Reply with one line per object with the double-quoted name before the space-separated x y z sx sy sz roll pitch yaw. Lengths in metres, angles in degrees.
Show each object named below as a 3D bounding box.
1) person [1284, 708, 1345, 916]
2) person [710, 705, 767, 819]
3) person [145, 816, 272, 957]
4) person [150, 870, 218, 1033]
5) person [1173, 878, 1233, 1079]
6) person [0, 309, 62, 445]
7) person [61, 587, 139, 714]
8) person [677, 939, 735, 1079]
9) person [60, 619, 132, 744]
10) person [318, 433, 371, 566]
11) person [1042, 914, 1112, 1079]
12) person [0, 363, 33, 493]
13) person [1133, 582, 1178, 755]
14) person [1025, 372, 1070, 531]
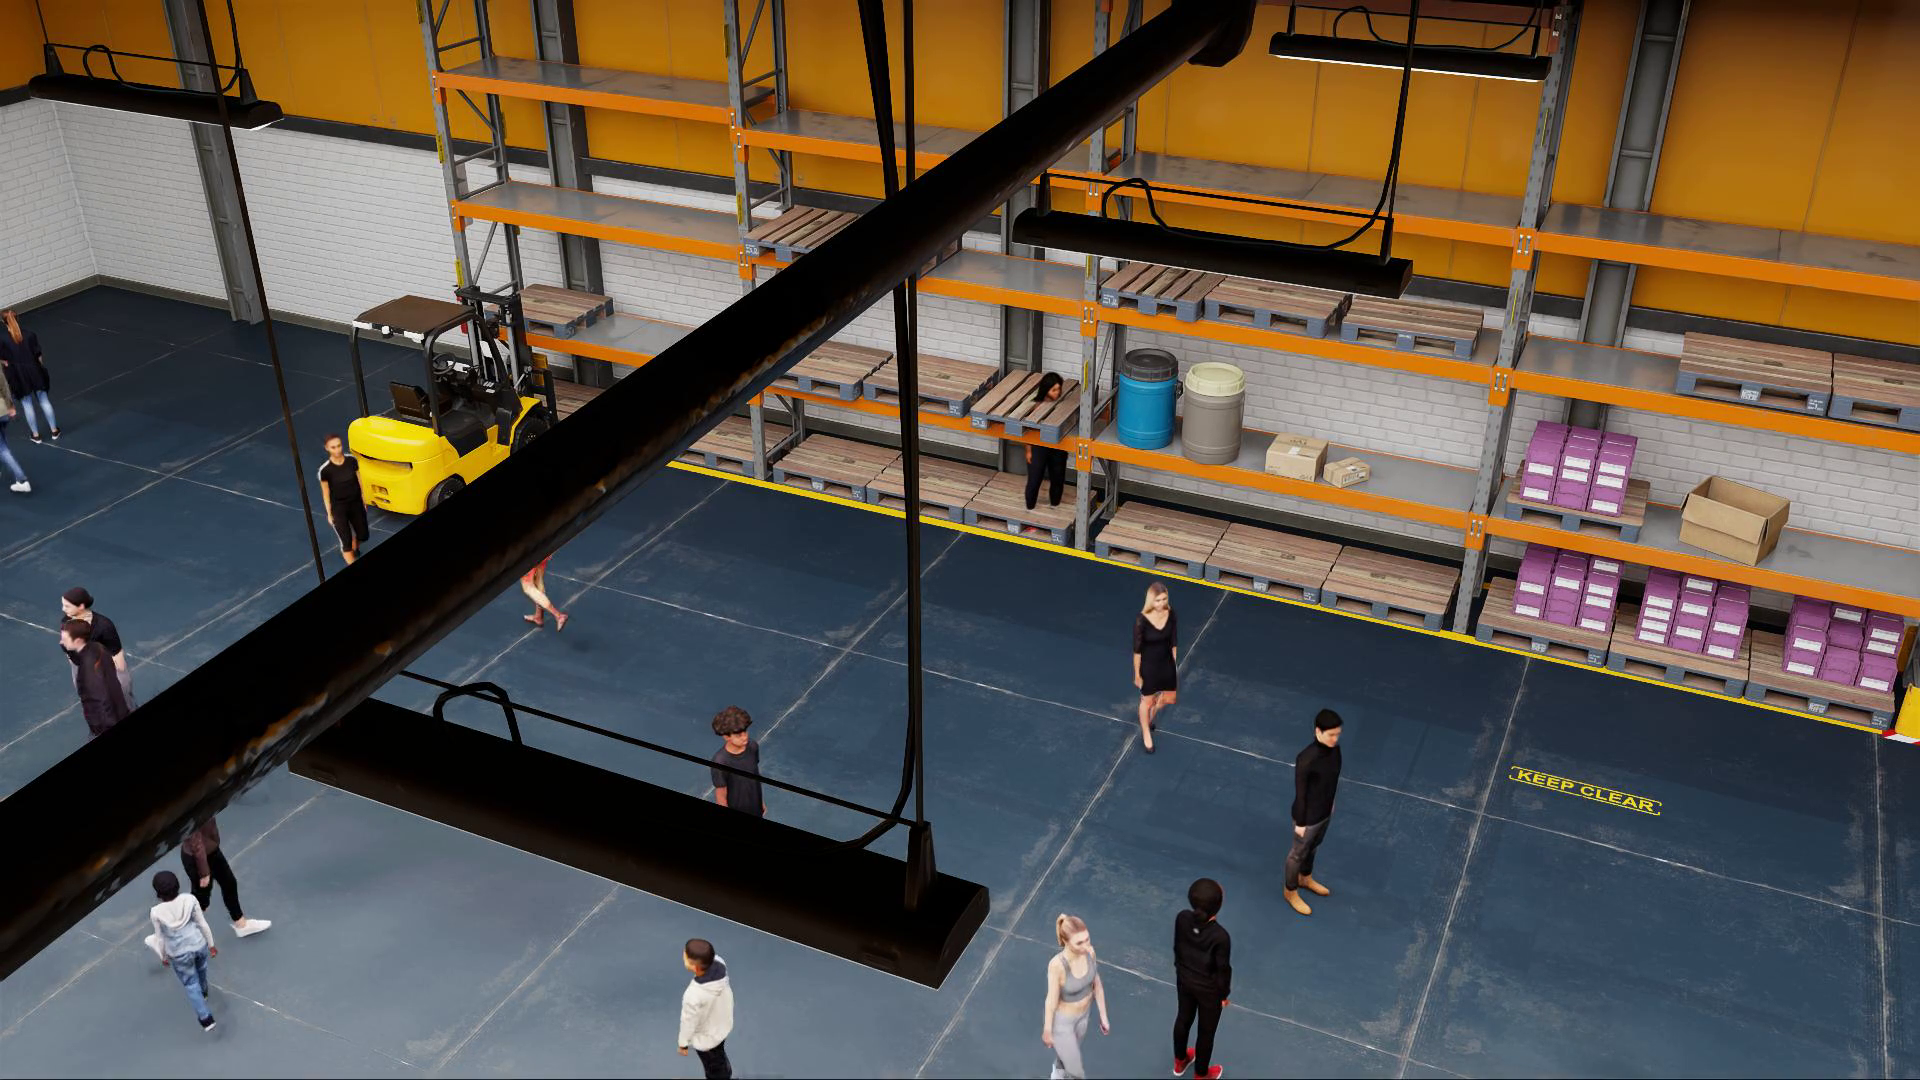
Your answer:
"person" 2.671 2.010 12.572 0.653 1.723 0.709 24 37 37
"person" -1.654 2.014 12.501 0.610 1.784 0.654 17 33 29
"person" -5.584 2.325 12.041 1.079 1.678 1.075 -13 31 -22
"person" -5.358 2.851 11.528 0.734 1.246 0.935 -22 35 -34
"person" 1.583 2.919 10.955 0.584 1.674 0.719 25 37 37
"person" -11.173 -1.975 19.918 0.717 1.684 0.727 -18 33 -30
"person" -7.277 1.148 14.118 0.617 1.756 0.775 7 29 12
"person" -1.557 3.158 10.754 0.532 1.448 0.616 11 31 19
"person" -6.804 1.444 13.461 1.275 1.866 1.170 -8 30 -14
"person" -6.308 -0.359 16.980 0.752 1.660 0.870 -22 36 -35
"person" 0.646 3.051 10.701 0.819 1.687 0.687 24 37 37
"person" -10.821 -1.368 18.666 1.147 1.817 0.712 13 31 22
"person" 1.647 1.064 14.365 0.731 1.666 0.790 -11 31 -20
"person" 0.939 -0.986 17.970 0.775 1.812 0.836 -9 30 -16
